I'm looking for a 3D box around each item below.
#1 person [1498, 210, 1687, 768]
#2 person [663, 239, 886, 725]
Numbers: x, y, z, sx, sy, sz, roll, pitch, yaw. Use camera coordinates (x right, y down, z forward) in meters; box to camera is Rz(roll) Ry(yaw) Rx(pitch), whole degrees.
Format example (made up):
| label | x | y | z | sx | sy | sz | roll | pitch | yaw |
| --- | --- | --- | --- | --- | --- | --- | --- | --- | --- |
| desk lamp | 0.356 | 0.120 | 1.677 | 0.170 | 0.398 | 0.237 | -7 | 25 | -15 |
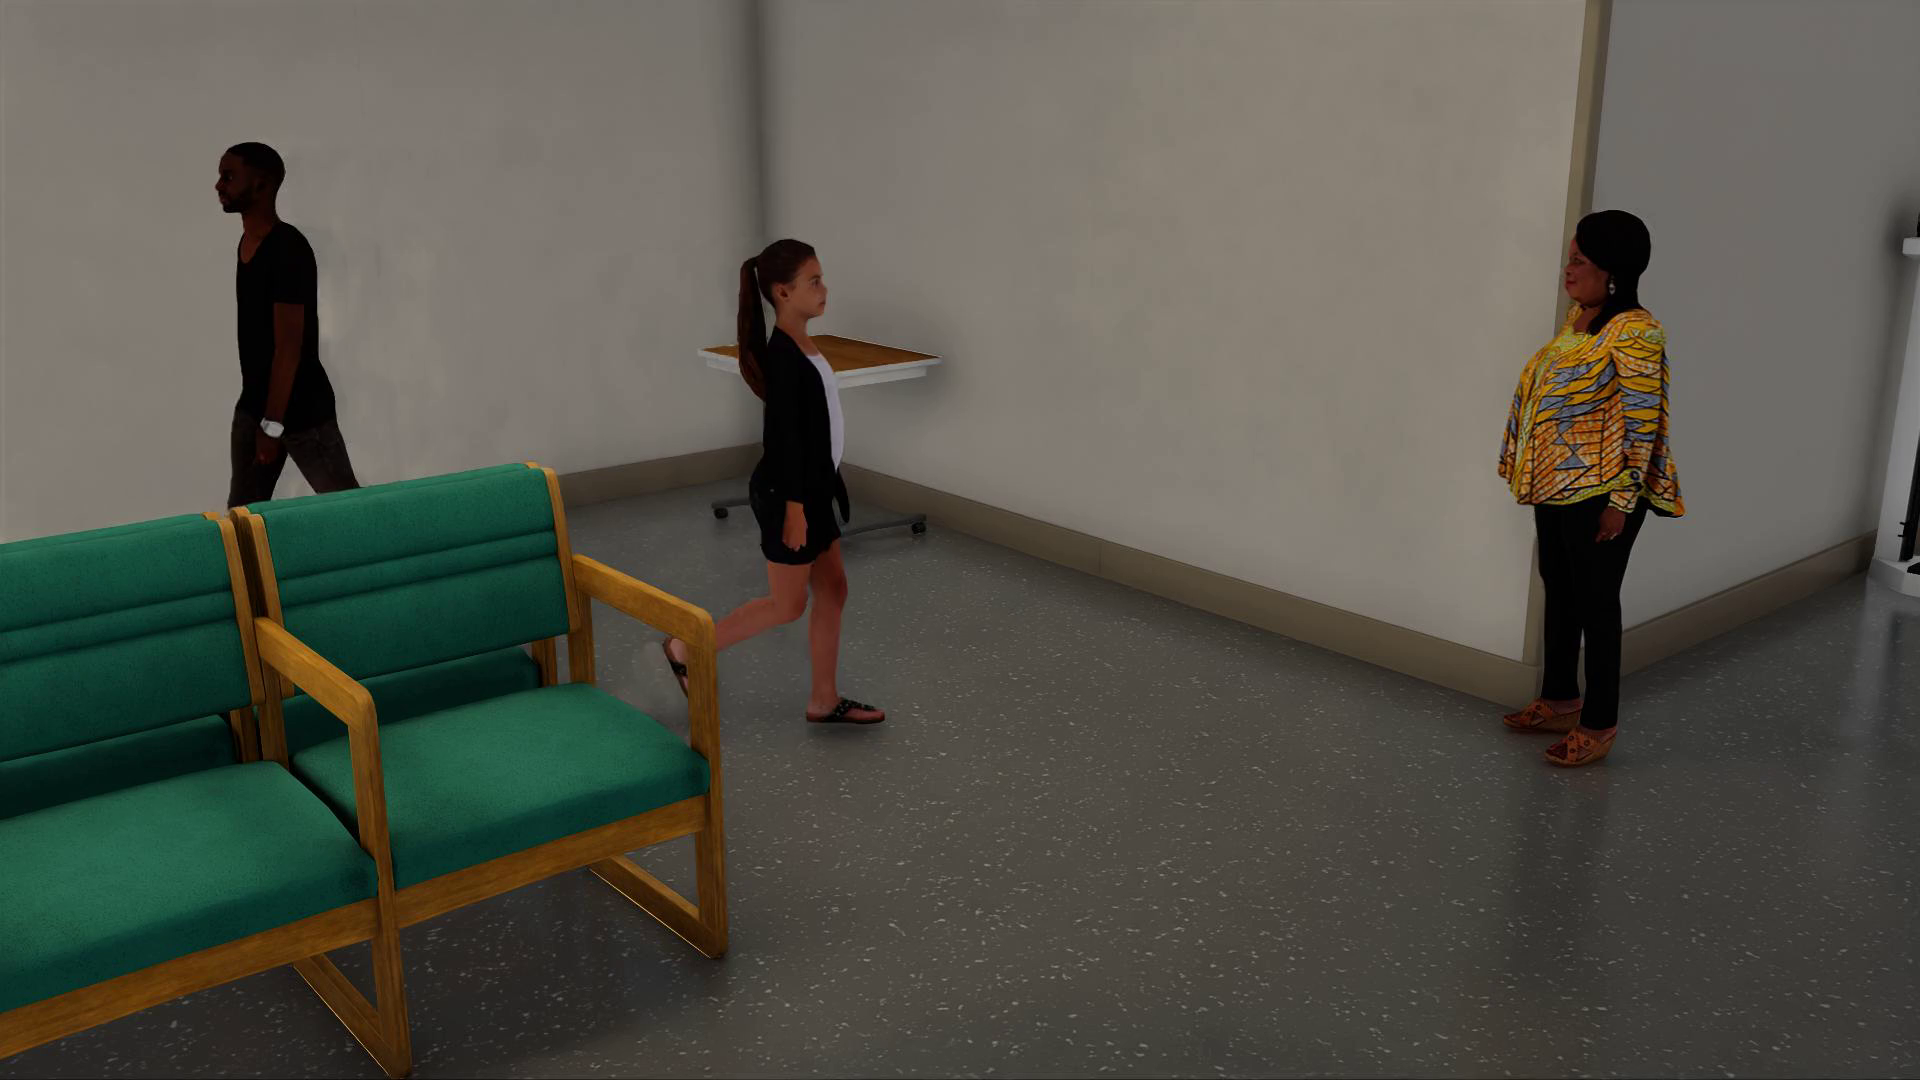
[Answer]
| label | x | y | z | sx | sy | sz | roll | pitch | yaw |
| --- | --- | --- | --- | --- | --- | --- | --- | --- | --- |
| person | 1.882 | -0.148 | 4.965 | 0.936 | 1.654 | 0.868 | -2 | 16 | -6 |
| person | -0.587 | -0.141 | 5.159 | 0.952 | 1.537 | 0.897 | 1 | 16 | 4 |
